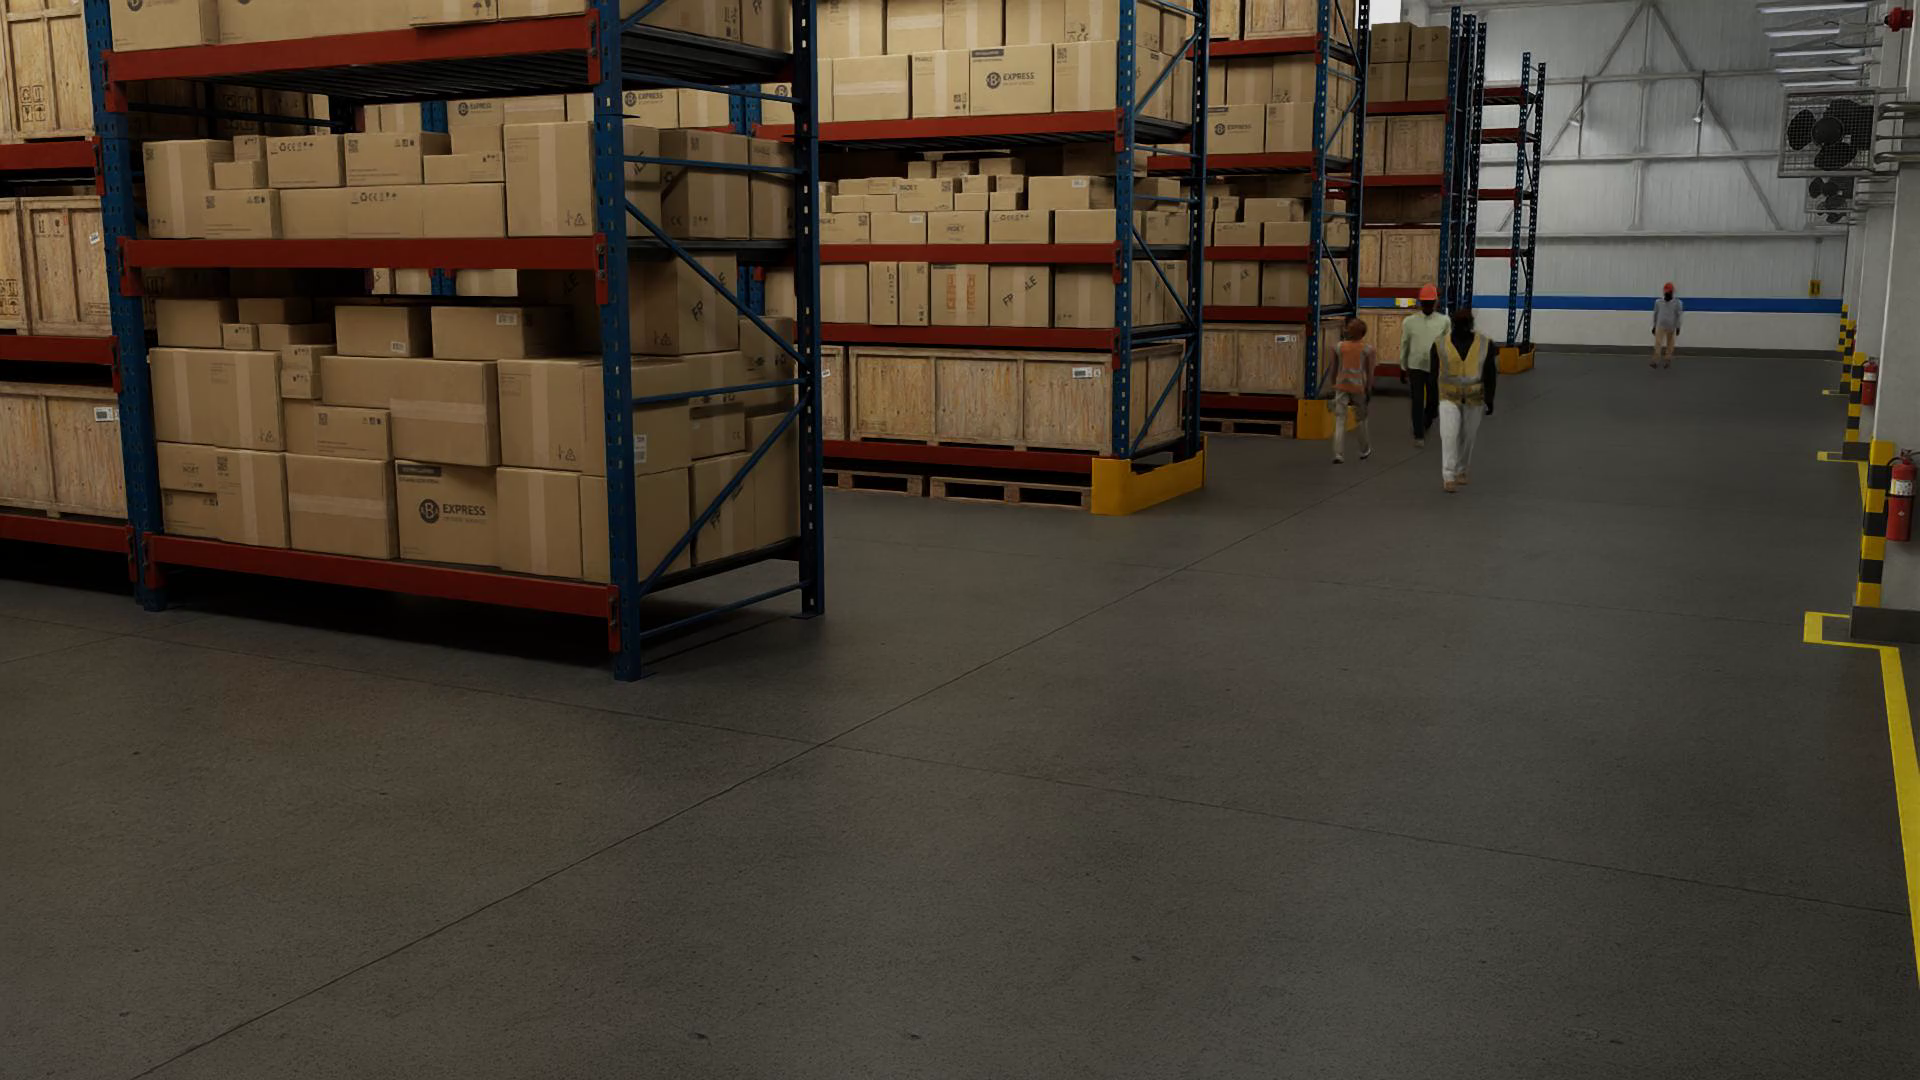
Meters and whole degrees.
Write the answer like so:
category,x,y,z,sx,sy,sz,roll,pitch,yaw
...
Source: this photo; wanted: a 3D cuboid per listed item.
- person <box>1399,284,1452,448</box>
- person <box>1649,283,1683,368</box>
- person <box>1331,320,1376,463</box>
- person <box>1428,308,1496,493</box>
category,x,y,z,sx,sy,sz,roll,pitch,yaw
person,5.642,-2.116,20.163,0.629,1.964,0.811,2,10,11
person,14.192,-4.297,33.467,0.591,1.711,0.840,7,12,36
person,4.393,-1.664,18.624,0.510,1.589,0.869,5,11,26
person,4.958,-1.397,16.470,0.624,1.803,0.927,2,10,10
